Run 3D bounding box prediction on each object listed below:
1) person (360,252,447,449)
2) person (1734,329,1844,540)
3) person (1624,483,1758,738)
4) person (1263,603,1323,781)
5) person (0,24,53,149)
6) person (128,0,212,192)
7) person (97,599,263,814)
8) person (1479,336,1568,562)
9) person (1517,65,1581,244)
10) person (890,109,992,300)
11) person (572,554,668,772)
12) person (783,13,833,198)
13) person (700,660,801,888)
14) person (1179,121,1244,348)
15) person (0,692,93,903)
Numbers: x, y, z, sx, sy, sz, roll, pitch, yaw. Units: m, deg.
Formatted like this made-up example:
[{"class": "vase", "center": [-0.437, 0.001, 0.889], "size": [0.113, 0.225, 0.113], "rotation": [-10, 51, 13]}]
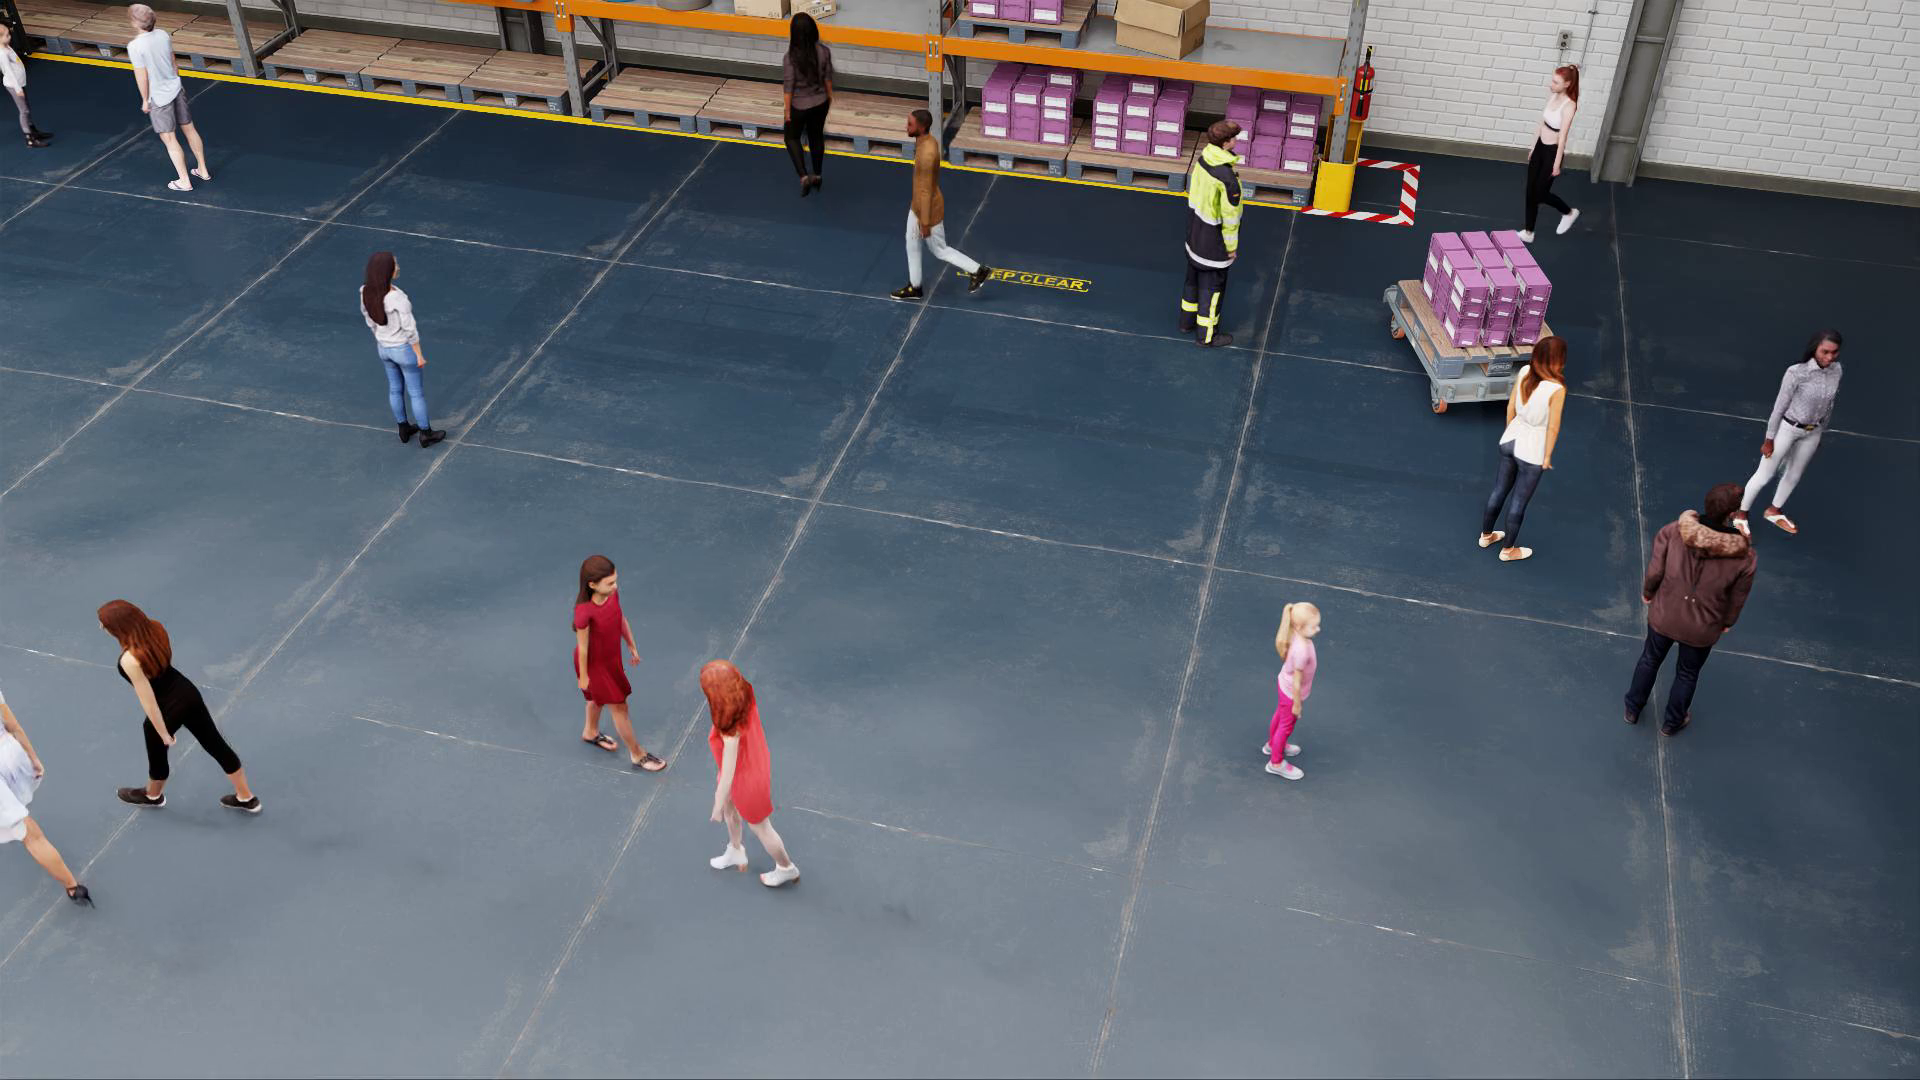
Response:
[{"class": "person", "center": [-4.298, -1.446, 12.703], "size": [0.512, 1.631, 0.698], "rotation": [17, 42, 20]}, {"class": "person", "center": [5.914, -0.752, 11.762], "size": [0.624, 1.721, 0.797], "rotation": [-8, 39, -10]}, {"class": "person", "center": [4.450, 0.438, 10.172], "size": [0.753, 1.845, 0.906], "rotation": [25, 45, 28]}, {"class": "person", "center": [2.013, 0.890, 10.066], "size": [0.521, 1.271, 0.509], "rotation": [4, 39, 5]}, {"class": "person", "center": [-9.663, -4.652, 17.001], "size": [0.632, 1.277, 0.582], "rotation": [-14, 41, -17]}, {"class": "person", "center": [-7.696, -4.301, 16.115], "size": [0.617, 1.833, 0.686], "rotation": [17, 41, 20]}, {"class": "person", "center": [-4.454, 0.996, 9.599], "size": [1.071, 1.688, 0.651], "rotation": [8, 39, 10]}, {"class": "person", "center": [3.922, -0.638, 11.568], "size": [0.714, 1.785, 0.664], "rotation": [-18, 42, -21]}, {"class": "person", "center": [5.464, -3.504, 15.199], "size": [0.949, 1.732, 0.767], "rotation": [-4, 39, -4]}, {"class": "person", "center": [-0.181, -2.859, 14.347], "size": [1.213, 1.787, 0.947], "rotation": [-5, 39, -6]}, {"class": "person", "center": [-2.245, 0.697, 10.103], "size": [0.896, 1.526, 0.611], "rotation": [15, 41, 18]}, {"class": "person", "center": [-1.421, -4.102, 15.868], "size": [0.854, 1.832, 0.914], "rotation": [-16, 41, -19]}, {"class": "person", "center": [-1.069, 1.332, 9.088], "size": [0.834, 1.801, 0.711], "rotation": [3, 39, 4]}, {"class": "person", "center": [2.091, -2.556, 13.811], "size": [0.893, 1.983, 0.867], "rotation": [-15, 41, -18]}, {"class": "person", "center": [-5.189, 1.365, 9.086], "size": [1.302, 1.753, 0.971], "rotation": [26, 45, 29]}]
